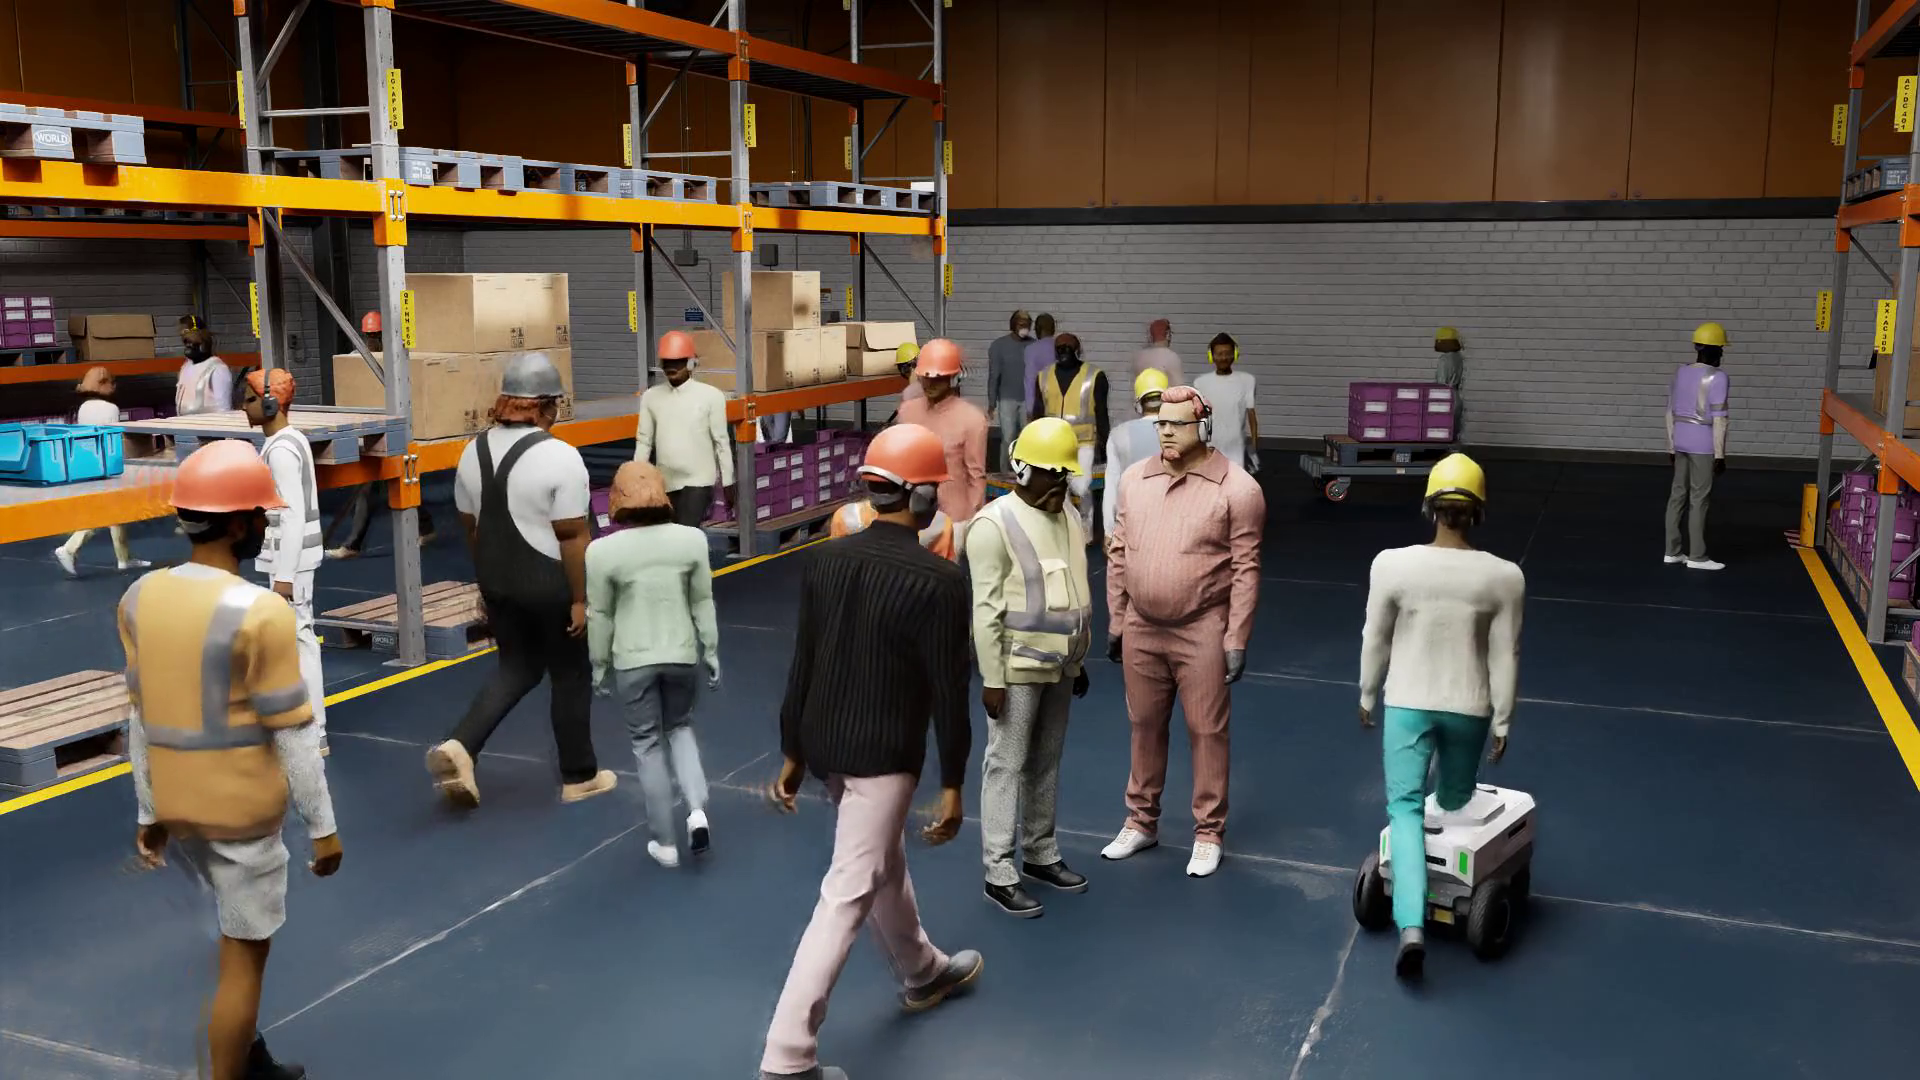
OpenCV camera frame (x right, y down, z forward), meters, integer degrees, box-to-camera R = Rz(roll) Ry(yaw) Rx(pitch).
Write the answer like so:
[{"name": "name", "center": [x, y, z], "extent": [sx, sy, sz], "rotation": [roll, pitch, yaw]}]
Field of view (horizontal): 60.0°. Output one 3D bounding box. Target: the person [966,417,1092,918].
[{"name": "person", "center": [0.284, 0.455, 6.146], "extent": [0.403, 1.823, 0.586], "rotation": [8, 12, 39]}]

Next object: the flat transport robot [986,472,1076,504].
[{"name": "flat transport robot", "center": [0.616, -0.524, 16.769], "extent": [0.652, 0.197, 1.431], "rotation": [-6, 11, -31]}]

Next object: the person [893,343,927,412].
[{"name": "person", "center": [-0.374, -0.692, 13.292], "extent": [0.327, 1.760, 0.523], "rotation": [3, 10, 17]}]

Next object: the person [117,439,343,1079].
[{"name": "person", "center": [-1.892, 0.687, 4.455], "extent": [0.562, 1.915, 0.598], "rotation": [5, 11, 27]}]

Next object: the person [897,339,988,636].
[{"name": "person", "center": [-0.103, -0.144, 9.318], "extent": [0.631, 1.970, 0.521], "rotation": [7, 12, 38]}]

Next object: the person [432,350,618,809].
[{"name": "person", "center": [-1.870, 0.178, 7.165], "extent": [0.692, 2.000, 0.768], "rotation": [6, 11, 32]}]

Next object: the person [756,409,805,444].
[{"name": "person", "center": [-1.844, -1.362, 17.403], "extent": [0.522, 1.734, 0.827], "rotation": [5, 11, 28]}]

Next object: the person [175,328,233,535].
[{"name": "person", "center": [-6.651, -0.973, 14.813], "extent": [0.631, 1.822, 0.733], "rotation": [7, 11, 35]}]

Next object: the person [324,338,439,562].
[{"name": "person", "center": [-4.720, -0.753, 13.576], "extent": [1.017, 1.798, 0.502], "rotation": [-9, 13, -42]}]

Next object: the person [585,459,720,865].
[{"name": "person", "center": [-1.207, 0.486, 6.546], "extent": [0.516, 1.612, 0.361], "rotation": [-5, 11, -28]}]

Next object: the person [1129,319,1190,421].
[{"name": "person", "center": [1.954, -1.208, 16.130], "extent": [0.939, 1.862, 0.639], "rotation": [-5, 11, -28]}]

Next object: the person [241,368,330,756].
[{"name": "person", "center": [-3.241, 0.118, 8.002], "extent": [0.340, 1.882, 0.585], "rotation": [-3, 10, -20]}]

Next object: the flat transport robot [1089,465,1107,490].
[{"name": "flat transport robot", "center": [1.353, -0.650, 17.531], "extent": [1.431, 0.197, 0.652], "rotation": [-6, 11, -31]}]

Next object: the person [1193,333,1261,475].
[{"name": "person", "center": [2.090, -0.706, 13.085], "extent": [0.548, 1.855, 0.567], "rotation": [1, 9, 8]}]

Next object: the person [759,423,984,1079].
[{"name": "person", "center": [-0.255, 0.625, 4.888], "extent": [0.636, 1.916, 1.110], "rotation": [9, 13, 42]}]

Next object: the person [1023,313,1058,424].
[{"name": "person", "center": [0.945, -1.368, 16.986], "extent": [0.634, 1.899, 0.879], "rotation": [-5, 10, -26]}]

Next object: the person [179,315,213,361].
[{"name": "person", "center": [-7.742, -1.352, 16.958], "extent": [0.309, 1.868, 0.532], "rotation": [-8, 12, -40]}]

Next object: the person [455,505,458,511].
[{"name": "person", "center": [-4.644, -1.216, 16.095], "extent": [0.549, 1.888, 1.008], "rotation": [1, 9, 5]}]

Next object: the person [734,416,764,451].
[{"name": "person", "center": [-2.408, -1.638, 18.618], "extent": [0.542, 1.893, 0.602], "rotation": [-3, 10, -20]}]

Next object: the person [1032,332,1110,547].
[{"name": "person", "center": [0.897, -0.786, 13.651], "extent": [0.651, 1.828, 0.440], "rotation": [4, 10, 23]}]

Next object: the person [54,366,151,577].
[{"name": "person", "center": [-6.602, -0.525, 12.714], "extent": [0.500, 1.607, 0.693], "rotation": [8, 12, 39]}]

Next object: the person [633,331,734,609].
[{"name": "person", "center": [-1.848, -0.388, 10.880], "extent": [0.649, 1.936, 1.046], "rotation": [3, 10, 19]}]

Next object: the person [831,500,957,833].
[{"name": "person", "center": [-0.281, 0.382, 7.058], "extent": [0.552, 1.651, 0.794], "rotation": [1, 9, 4]}]

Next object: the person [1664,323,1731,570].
[{"name": "person", "center": [5.783, -0.732, 13.022], "extent": [0.388, 1.926, 0.590], "rotation": [-3, 10, -17]}]

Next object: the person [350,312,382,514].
[{"name": "person", "center": [-5.509, -1.198, 15.814], "extent": [0.552, 1.934, 0.373], "rotation": [-2, 10, -14]}]

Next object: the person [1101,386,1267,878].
[{"name": "person", "center": [0.848, 0.352, 6.514], "extent": [0.643, 1.909, 0.410], "rotation": [6, 11, 32]}]

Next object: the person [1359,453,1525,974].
[{"name": "person", "center": [1.637, 0.573, 5.673], "extent": [0.524, 1.732, 0.835], "rotation": [1, 9, 9]}]

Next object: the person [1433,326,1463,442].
[{"name": "person", "center": [5.173, -1.408, 17.723], "extent": [0.366, 1.732, 0.500], "rotation": [9, 13, 43]}]

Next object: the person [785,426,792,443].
[{"name": "person", "center": [-2.129, -1.775, 19.586], "extent": [0.360, 1.860, 0.517], "rotation": [-6, 11, -31]}]

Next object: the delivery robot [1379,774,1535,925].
[{"name": "delivery robot", "center": [1.793, 1.066, 5.971], "extent": [0.477, 0.478, 0.707], "rotation": [7, 12, 37]}]

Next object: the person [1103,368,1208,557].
[{"name": "person", "center": [1.196, -0.099, 9.672], "extent": [0.701, 1.770, 0.945], "rotation": [2, 10, 14]}]

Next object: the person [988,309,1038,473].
[{"name": "person", "center": [0.607, -1.409, 17.121], "extent": [0.672, 1.926, 0.398], "rotation": [-3, 10, -19]}]
